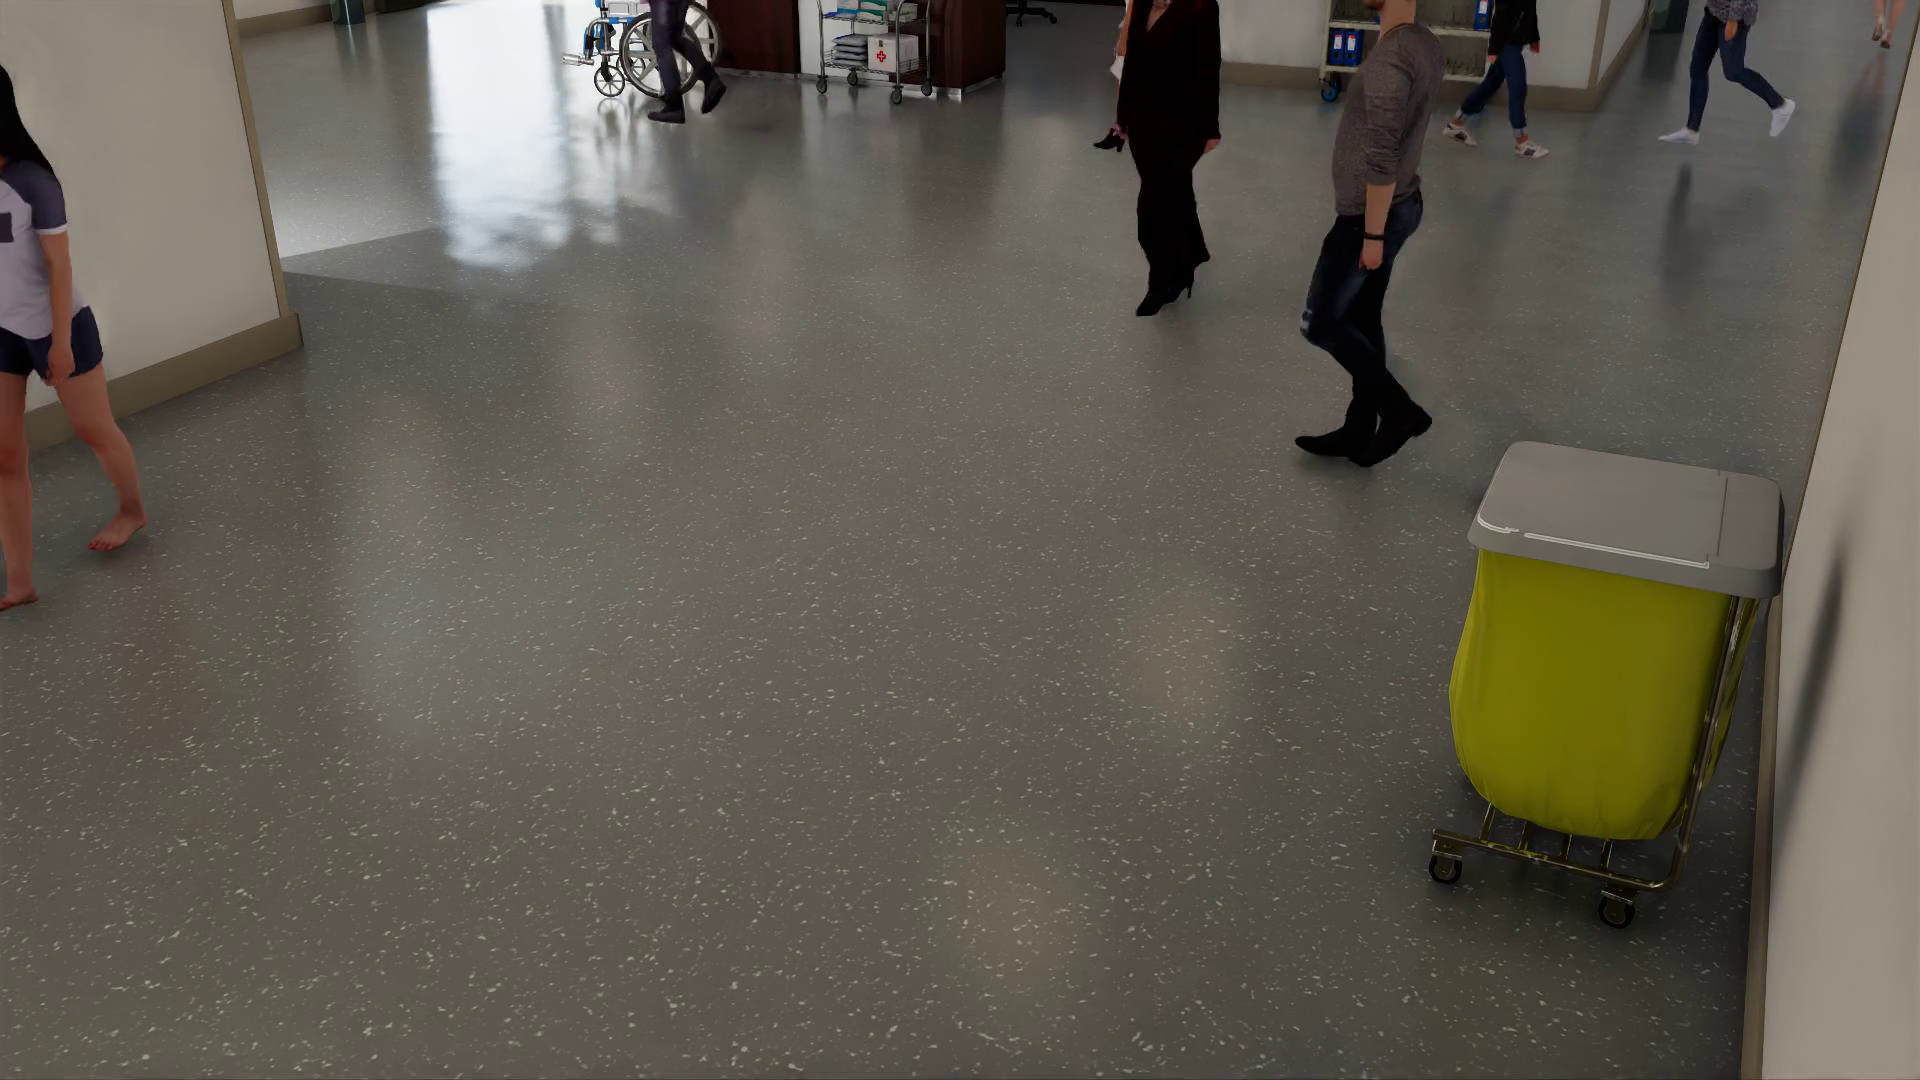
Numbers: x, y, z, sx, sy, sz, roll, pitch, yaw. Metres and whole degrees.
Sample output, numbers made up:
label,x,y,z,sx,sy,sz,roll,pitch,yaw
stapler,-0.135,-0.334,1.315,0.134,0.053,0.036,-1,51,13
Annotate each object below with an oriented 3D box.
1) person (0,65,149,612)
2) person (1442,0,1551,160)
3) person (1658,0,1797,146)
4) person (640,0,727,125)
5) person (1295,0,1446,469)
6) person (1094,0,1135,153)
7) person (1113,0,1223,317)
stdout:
label,x,y,z,sx,sy,sz,roll,pitch,yaw
person,-2.836,-0.656,5.139,1.058,1.661,0.920,5,26,10
person,3.449,-3.200,10.655,0.973,1.453,0.631,15,30,29
person,5.071,-3.394,10.762,1.111,1.709,0.854,1,26,3
person,-1.931,-3.781,11.436,0.797,1.820,0.645,13,28,24
person,1.536,-1.122,5.843,0.765,1.889,0.713,13,29,26
person,1.240,-3.137,10.433,0.758,1.531,0.568,10,27,19
person,1.038,-1.913,7.655,0.935,1.740,0.883,-16,30,-30
